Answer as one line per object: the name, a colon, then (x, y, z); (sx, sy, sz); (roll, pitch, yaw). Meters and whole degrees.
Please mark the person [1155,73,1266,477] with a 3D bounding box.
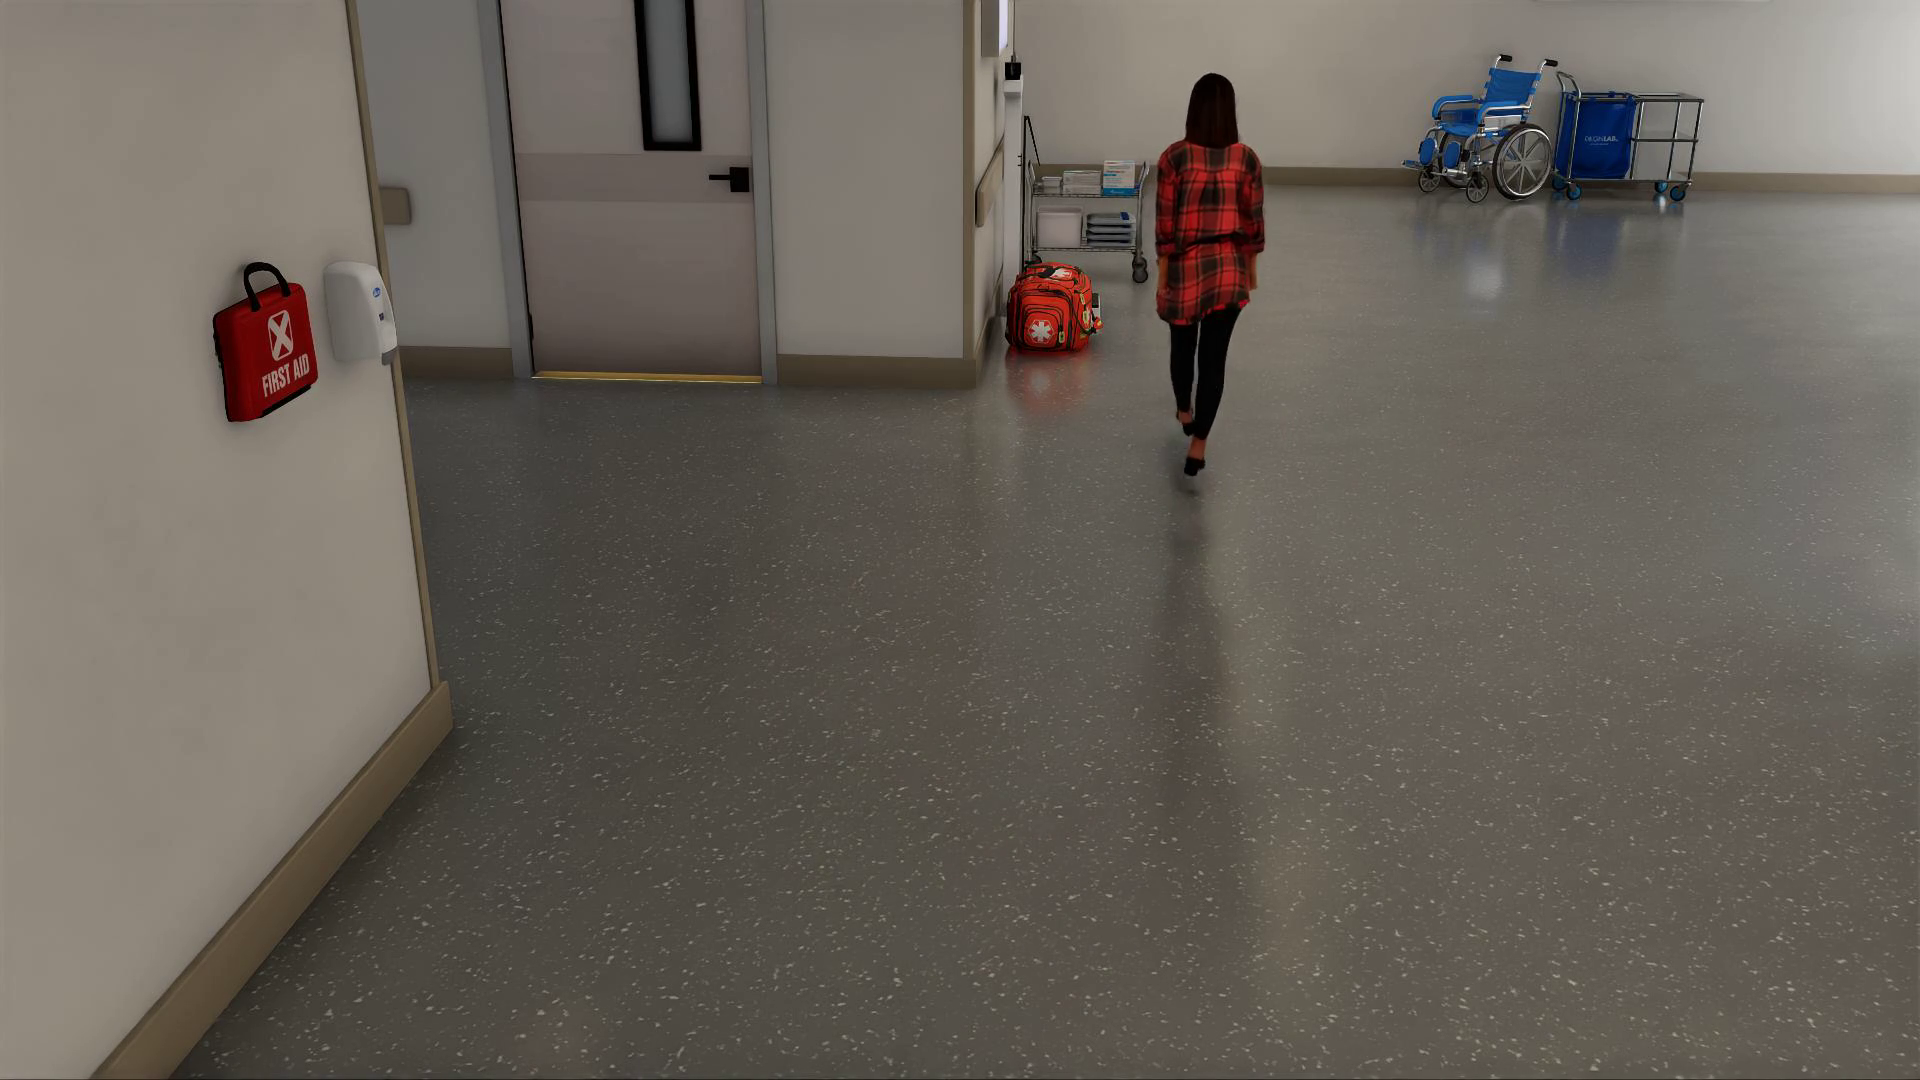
person: (1.044, -1.073, 7.076); (0.633, 1.649, 1.091); (2, 21, 6)
